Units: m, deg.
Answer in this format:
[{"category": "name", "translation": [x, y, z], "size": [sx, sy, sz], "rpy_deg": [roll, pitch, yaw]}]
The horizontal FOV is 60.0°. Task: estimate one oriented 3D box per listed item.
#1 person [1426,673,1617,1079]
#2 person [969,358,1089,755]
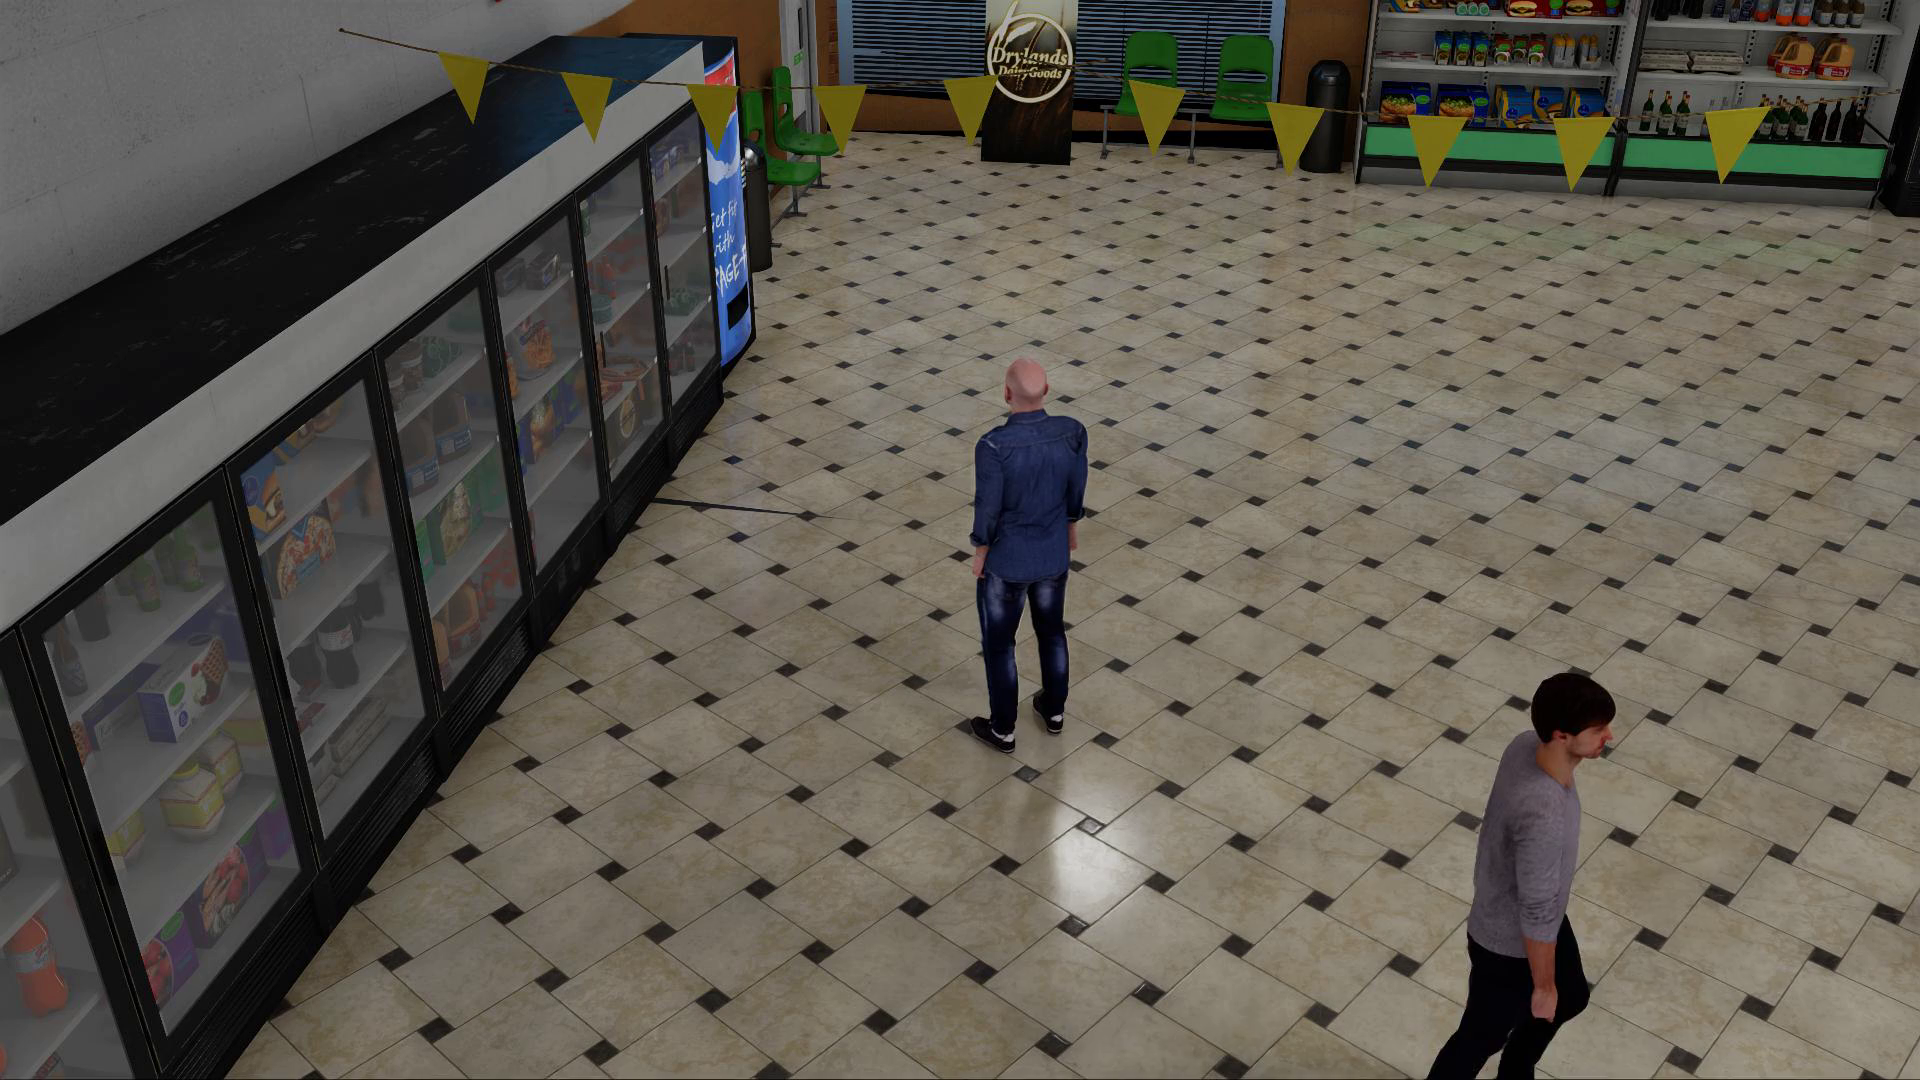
[{"category": "person", "translation": [1.629, 1.167, 5.126], "size": [0.794, 1.826, 0.756], "rpy_deg": [11, 30, 19]}, {"category": "person", "translation": [0.274, 0.073, 7.130], "size": [0.770, 1.826, 0.857], "rpy_deg": [-15, 32, -26]}]
